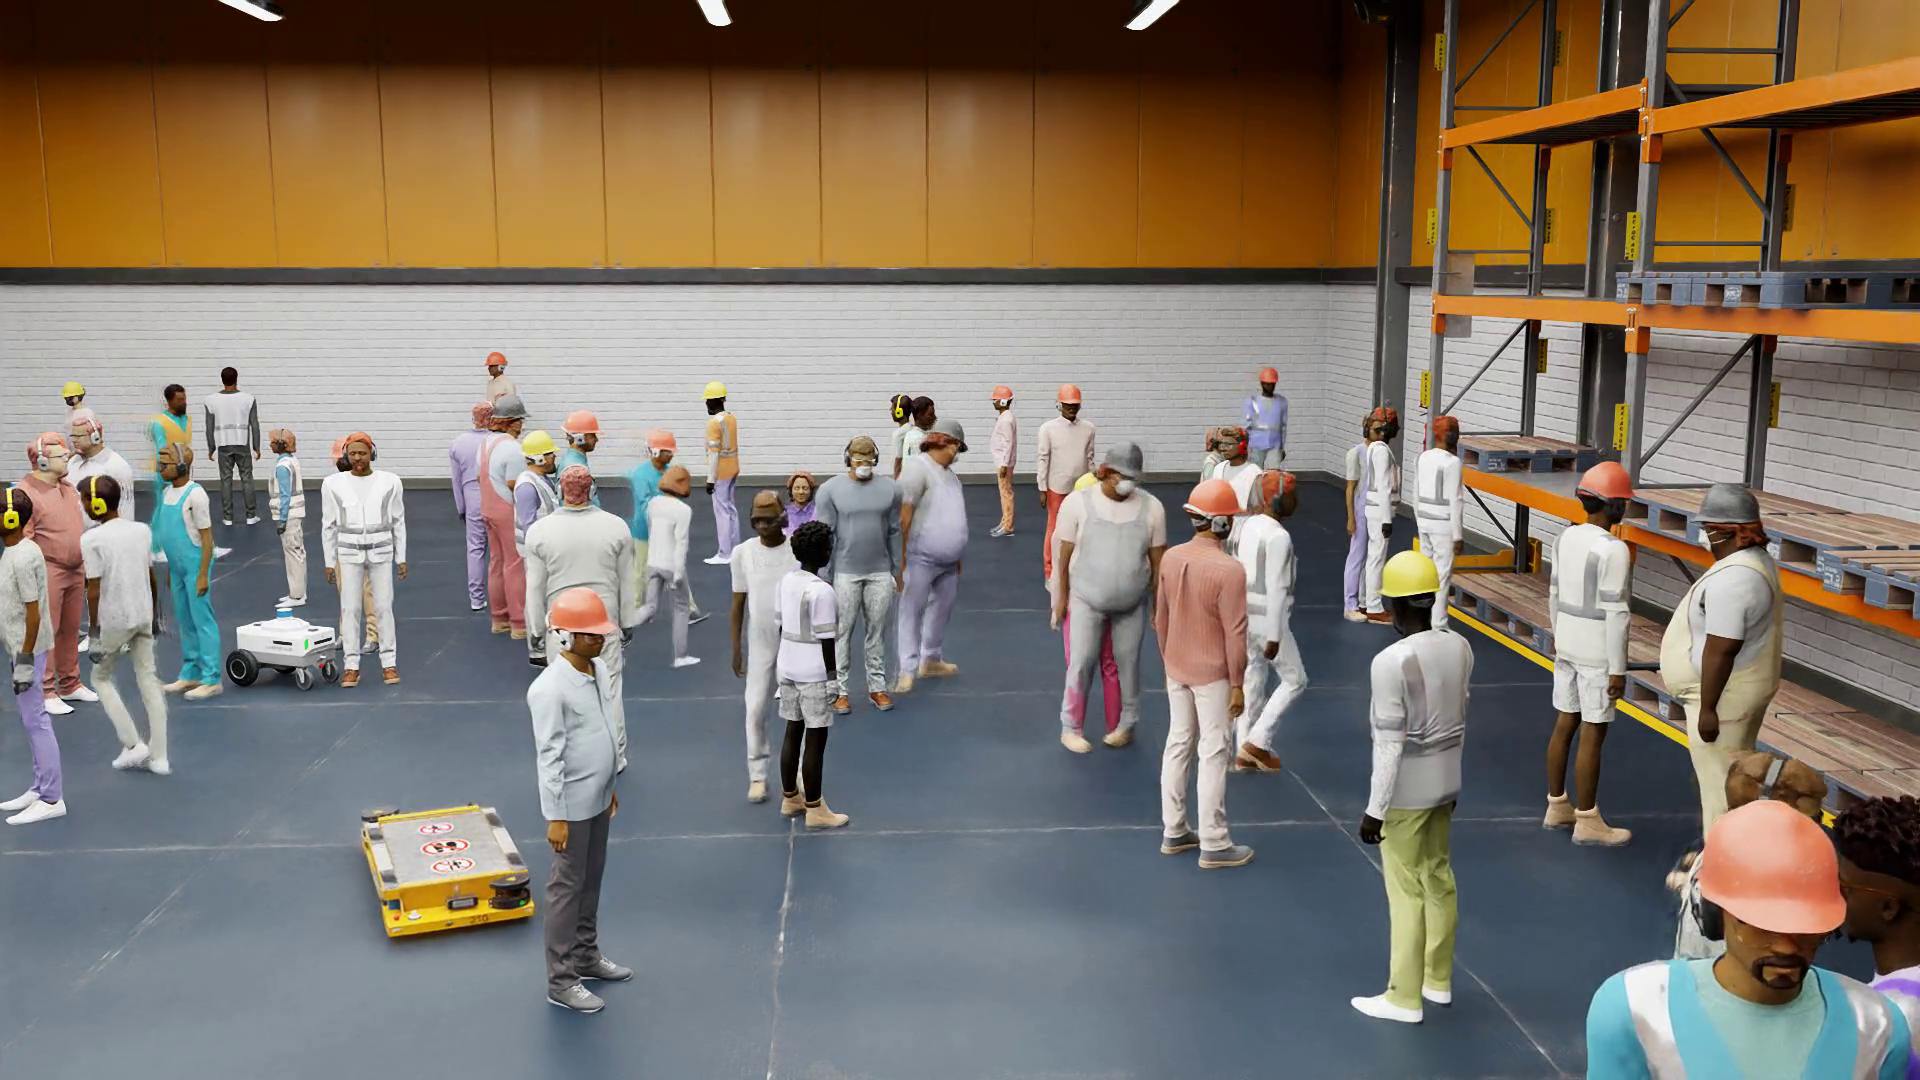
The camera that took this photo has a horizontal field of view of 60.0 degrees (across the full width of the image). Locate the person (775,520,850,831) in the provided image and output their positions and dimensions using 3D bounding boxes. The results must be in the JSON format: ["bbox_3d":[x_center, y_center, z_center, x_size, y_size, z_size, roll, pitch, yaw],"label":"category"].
[{"bbox_3d":[-0.822,0.733,9.133,0.318,1.695,0.539,-6,11,-34],"label":"person"}]

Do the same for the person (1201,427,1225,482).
[{"bbox_3d":[2.341,-0.220,15.294,0.309,1.638,0.522,3,9,16],"label":"person"}]

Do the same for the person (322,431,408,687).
[{"bbox_3d":[-4.381,0.141,12.261,0.585,1.882,0.344,-3,10,-20],"label":"person"}]

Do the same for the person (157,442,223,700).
[{"bbox_3d":[-5.520,0.221,11.886,0.505,1.845,0.346,7,11,37],"label":"person"}]

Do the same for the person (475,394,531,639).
[{"bbox_3d":[-3.734,-0.206,13.949,0.536,2.000,0.682,-7,12,-39],"label":"person"}]

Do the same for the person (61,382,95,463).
[{"bbox_3d":[-10.560,-1.020,19.957,0.524,1.761,0.339,5,10,29],"label":"person"}]

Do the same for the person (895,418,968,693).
[{"bbox_3d":[-0.220,0.074,12.193,0.533,2.000,0.817,5,10,30],"label":"person"}]

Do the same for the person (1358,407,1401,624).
[{"bbox_3d":[3.660,-0.215,14.501,0.355,1.883,0.573,0,9,1],"label":"person"}]

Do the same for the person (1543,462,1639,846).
[{"bbox_3d":[3.390,0.600,8.893,0.402,2.041,0.609,-2,9,-11],"label":"person"}]

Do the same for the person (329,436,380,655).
[{"bbox_3d":[-4.862,0.039,13.300,0.561,1.755,0.322,4,10,21],"label":"person"}]

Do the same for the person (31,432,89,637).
[{"bbox_3d":[-7.422,-0.019,13.677,0.342,1.748,0.573,0,9,2],"label":"person"}]

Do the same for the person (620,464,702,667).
[{"bbox_3d":[-2.311,0.226,12.668,0.504,1.601,0.723,7,11,37],"label":"person"}]

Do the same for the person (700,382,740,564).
[{"bbox_3d":[-2.521,-0.700,17.456,0.402,1.919,0.581,2,9,10],"label":"person"}]

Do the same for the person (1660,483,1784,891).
[{"bbox_3d":[3.721,0.713,8.178,0.535,2.000,0.684,8,12,39],"label":"person"}]

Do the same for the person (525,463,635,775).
[{"bbox_3d":[-2.274,0.492,9.990,0.639,1.908,0.409,-3,10,-20],"label":"person"}]

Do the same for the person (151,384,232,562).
[{"bbox_3d":[-8.158,-0.685,17.439,0.943,1.881,0.630,2,9,12],"label":"person"}]

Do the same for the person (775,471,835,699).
[{"bbox_3d":[-1.133,0.318,11.907,0.515,1.645,0.309,-1,9,-5],"label":"person"}]

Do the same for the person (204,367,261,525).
[{"bbox_3d":[-8.812,-1.137,20.184,0.600,1.916,0.377,-3,10,-19],"label":"person"}]

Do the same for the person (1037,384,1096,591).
[{"bbox_3d":[1.037,-0.504,15.967,0.624,1.993,0.385,-4,10,-23],"label":"person"}]

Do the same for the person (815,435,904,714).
[{"bbox_3d":[-0.685,0.234,11.523,0.635,1.933,0.361,-3,10,-21],"label":"person"}]

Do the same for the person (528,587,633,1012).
[{"bbox_3d":[-1.561,1.057,6.922,0.339,1.749,0.573,2,9,11],"label":"person"}]

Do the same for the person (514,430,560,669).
[{"bbox_3d":[-3.220,0.072,12.843,0.404,1.837,0.595,0,9,-3],"label":"person"}]

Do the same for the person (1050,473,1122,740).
[{"bbox_3d":[0.829,0.452,10.685,0.526,1.765,0.329,-1,9,-9],"label":"person"}]

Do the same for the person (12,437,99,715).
[{"bbox_3d":[-6.276,0.240,11.561,0.409,1.911,0.650,1,9,5],"label":"person"}]

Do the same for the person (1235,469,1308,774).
[{"bbox_3d":[1.864,0.501,10.048,0.431,1.869,0.589,-3,10,-18],"label":"person"}]

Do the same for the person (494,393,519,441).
[{"bbox_3d":[-5.353,-0.919,19.682,0.308,1.639,0.524,0,9,0],"label":"person"}]

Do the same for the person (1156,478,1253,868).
[{"bbox_3d":[1.265,0.675,8.565,0.395,1.994,0.612,-6,11,-33],"label":"person"}]

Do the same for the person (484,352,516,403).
[{"bbox_3d":[-6.225,-1.544,22.494,0.610,1.995,0.375,8,12,41],"label":"person"}]

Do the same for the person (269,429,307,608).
[{"bbox_3d":[-6.131,-0.202,15.182,0.307,1.641,0.511,-2,9,-14],"label":"person"}]

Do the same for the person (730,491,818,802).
[{"bbox_3d":[-1.051,0.612,9.527,0.506,1.822,0.456,1,9,3],"label":"person"}]

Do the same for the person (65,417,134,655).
[{"bbox_3d":[-6.876,-0.025,13.237,0.651,1.906,0.403,4,10,23],"label":"person"}]

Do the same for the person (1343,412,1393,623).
[{"bbox_3d":[3.582,-0.203,14.545,0.518,1.844,0.329,-6,11,-34],"label":"person"}]

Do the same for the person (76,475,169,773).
[{"bbox_3d":[-5.061,0.515,10.054,0.540,1.840,0.613,5,10,28],"label":"person"}]

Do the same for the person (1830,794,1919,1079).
[{"bbox_3d":[1.958,1.499,3.529,0.610,1.955,0.376,-8,12,-40],"label":"person"}]

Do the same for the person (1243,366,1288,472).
[{"bbox_3d":[3.768,-1.202,20.613,0.556,1.919,0.812,0,9,-1],"label":"person"}]

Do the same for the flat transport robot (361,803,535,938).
[{"bbox_3d":[-2.564,1.586,8.237,0.652,0.197,1.431,-4,10,-24],"label":"flat transport robot"}]

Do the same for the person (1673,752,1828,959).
[{"bbox_3d":[2.110,1.439,4.313,0.747,1.816,0.534,4,10,25],"label":"person"}]

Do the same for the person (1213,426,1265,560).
[{"bbox_3d":[2.183,0.019,13.147,0.390,1.846,0.564,-6,11,-31],"label":"person"}]

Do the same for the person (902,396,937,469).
[{"bbox_3d":[-0.381,-0.372,15.375,0.377,1.917,0.599,0,9,-3],"label":"person"}]

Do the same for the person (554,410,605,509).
[{"bbox_3d":[-2.937,-0.013,12.908,0.406,1.987,0.614,-2,9,-12],"label":"person"}]

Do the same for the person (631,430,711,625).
[{"bbox_3d":[-2.558,-0.090,14.289,0.889,1.697,0.564,6,11,32],"label":"person"}]

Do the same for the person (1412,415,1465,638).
[{"bbox_3d":[3.948,-0.088,13.701,0.340,1.882,0.581,-3,10,-19],"label":"person"}]

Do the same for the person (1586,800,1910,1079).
[{"bbox_3d":[1.518,1.494,3.266,0.608,2.045,0.391,1,9,4],"label":"person"}]

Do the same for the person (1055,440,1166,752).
[{"bbox_3d":[0.957,0.332,10.575,0.711,2.000,0.543,-1,9,-4],"label":"person"}]

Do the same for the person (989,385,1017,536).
[{"bbox_3d":[0.496,-0.922,19.342,0.329,1.751,0.572,0,9,-1],"label":"person"}]

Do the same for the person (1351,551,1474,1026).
[{"bbox_3d":[1.824,1.000,6.744,0.590,1.923,0.384,-8,12,-40],"label":"person"}]

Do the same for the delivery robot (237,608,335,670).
[{"bbox_3d":[-4.986,0.749,12.313,0.707,0.478,0.477,4,10,21],"label":"delivery robot"}]

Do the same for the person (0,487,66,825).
[{"bbox_3d":[-5.209,0.632,9.226,0.328,1.872,0.510,-6,11,-33],"label":"person"}]
